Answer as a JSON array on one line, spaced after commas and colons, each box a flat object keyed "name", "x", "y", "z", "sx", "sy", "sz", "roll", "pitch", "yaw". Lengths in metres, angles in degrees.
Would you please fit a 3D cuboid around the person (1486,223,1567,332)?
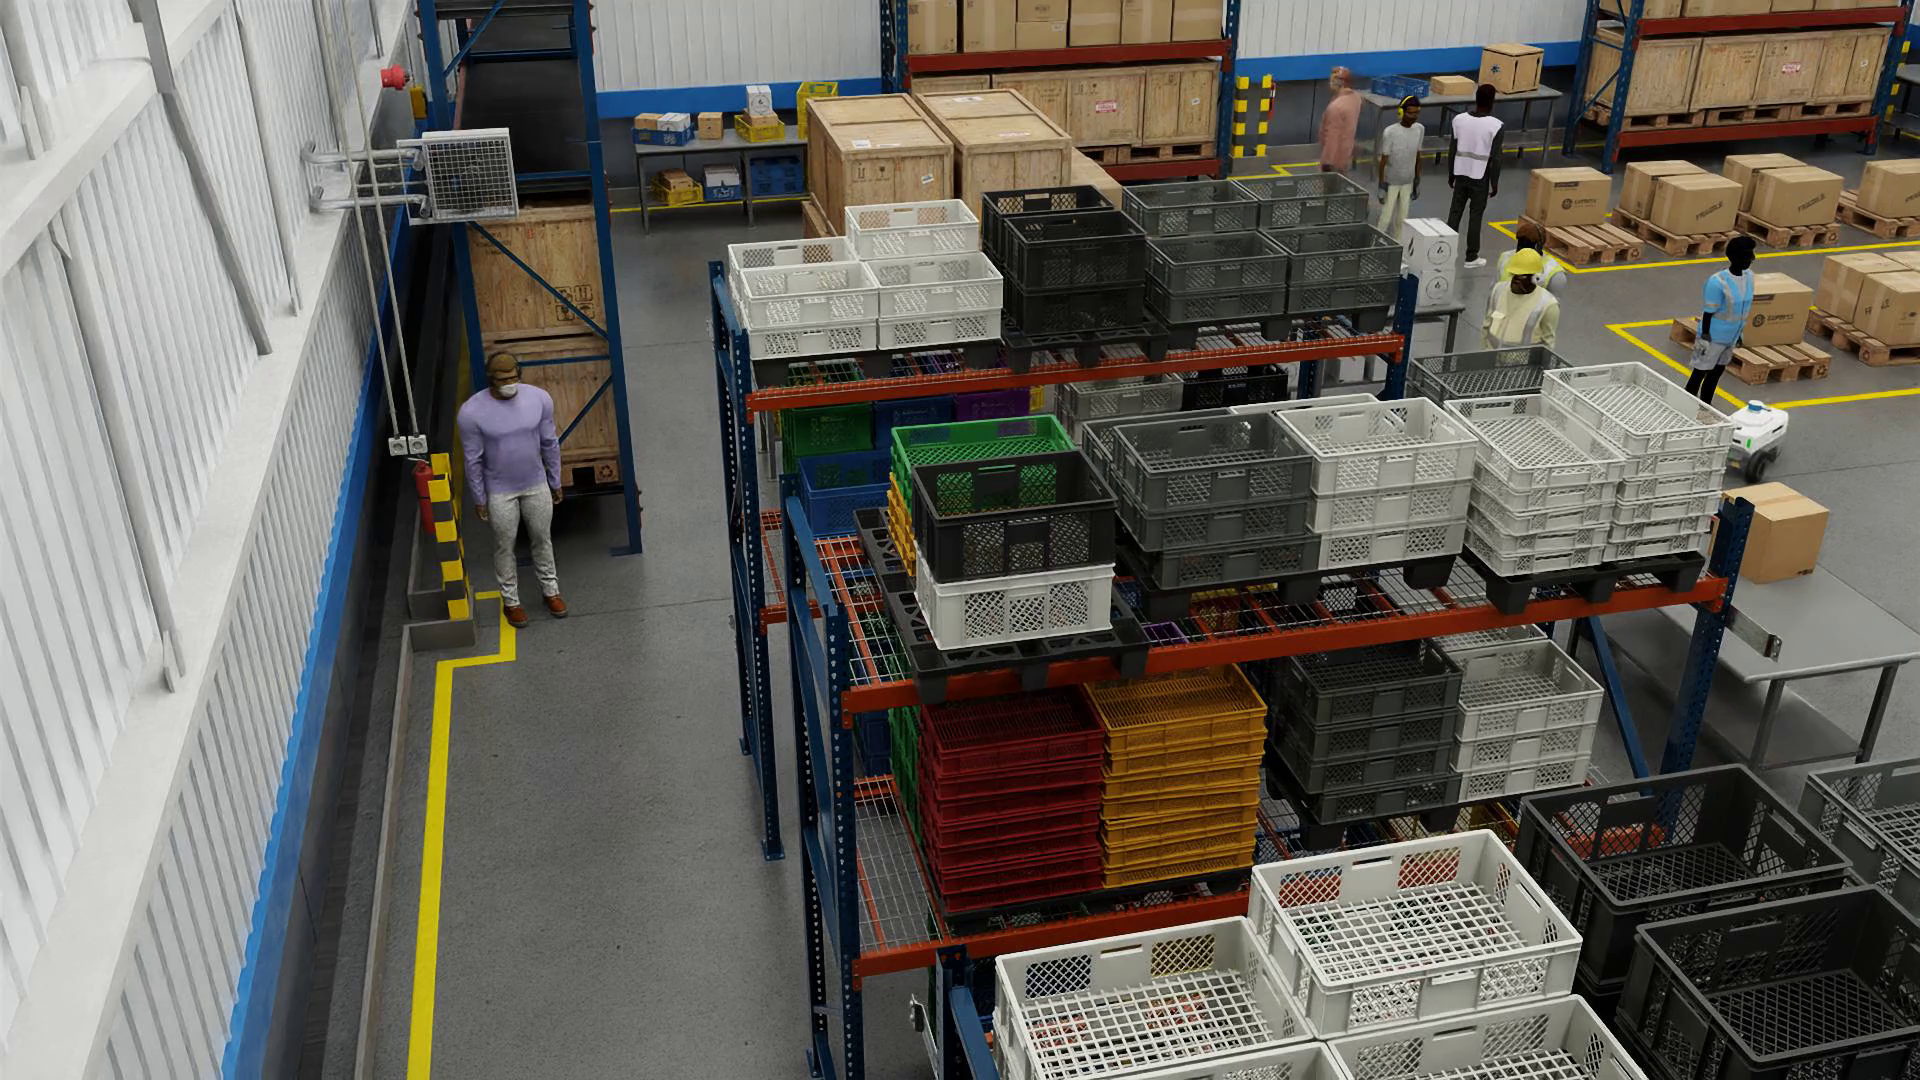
[{"name": "person", "x": 4.528, "y": -1.682, "z": 13.536, "sx": 0.429, "sy": 1.841, "sz": 0.634, "roll": -21, "pitch": 34, "yaw": -34}]

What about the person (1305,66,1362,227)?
[{"name": "person", "x": 4.211, "y": -4.302, "z": 18.458, "sx": 0.582, "sy": 1.878, "sz": 0.662, "roll": 16, "pitch": 32, "yaw": 28}]

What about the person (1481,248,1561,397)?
[{"name": "person", "x": 4.313, "y": -1.399, "z": 13.006, "sx": 0.404, "sy": 1.834, "sz": 0.591, "roll": -22, "pitch": 35, "yaw": -36}]

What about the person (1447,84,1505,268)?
[{"name": "person", "x": 5.406, "y": -3.834, "z": 17.538, "sx": 0.591, "sy": 1.919, "sz": 0.391, "roll": 23, "pitch": 36, "yaw": 37}]

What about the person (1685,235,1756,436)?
[{"name": "person", "x": 6.259, "y": -1.681, "z": 13.686, "sx": 0.531, "sy": 1.697, "sz": 0.320, "roll": -16, "pitch": 32, "yaw": -27}]

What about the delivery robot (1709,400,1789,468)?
[{"name": "delivery robot", "x": 6.305, "y": -0.876, "z": 13.279, "sx": 0.707, "sy": 0.478, "sz": 0.477, "roll": -23, "pitch": 35, "yaw": -36}]

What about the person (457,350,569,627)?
[{"name": "person", "x": -2.912, "y": -0.349, "z": 10.915, "sx": 0.626, "sy": 1.933, "sz": 0.368, "roll": -15, "pitch": 31, "yaw": -27}]

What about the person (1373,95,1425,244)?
[{"name": "person", "x": 4.594, "y": -3.716, "z": 17.384, "sx": 0.511, "sy": 1.859, "sz": 0.341, "roll": -10, "pitch": 29, "yaw": -19}]
